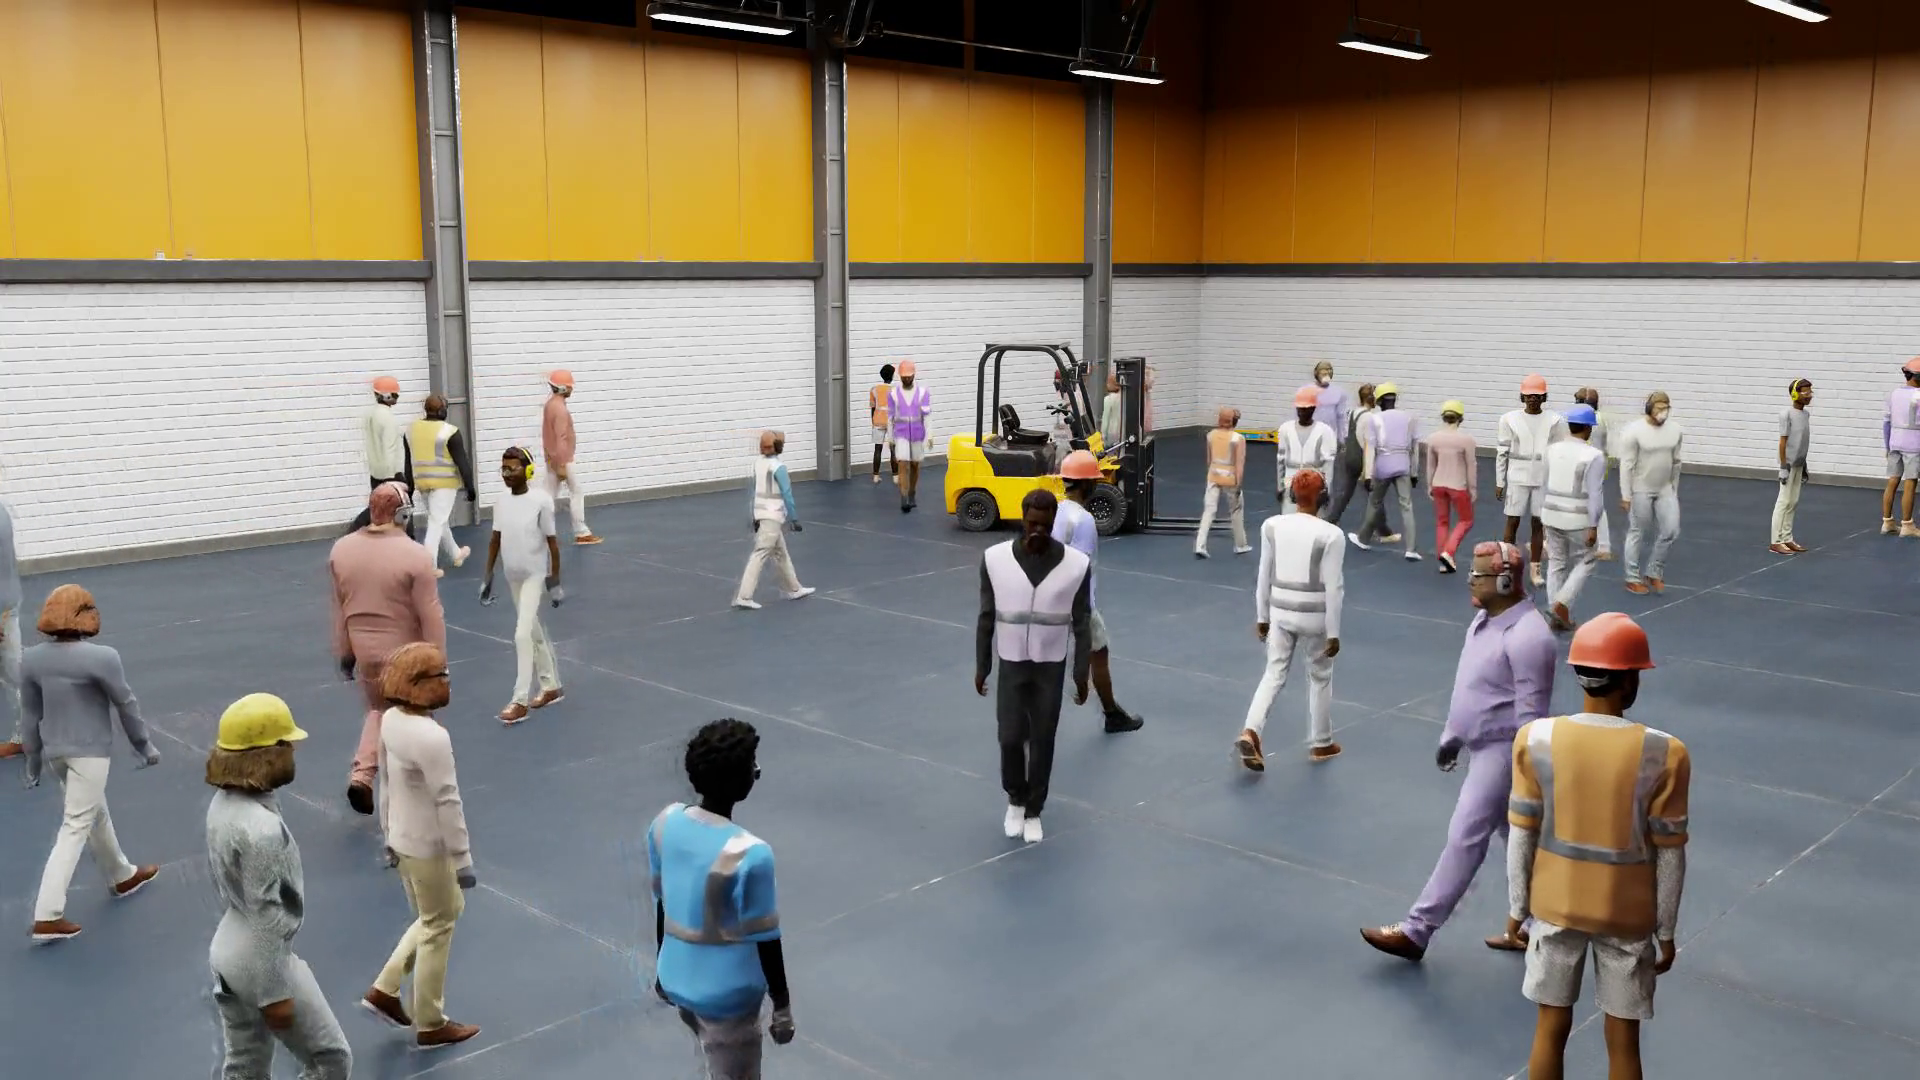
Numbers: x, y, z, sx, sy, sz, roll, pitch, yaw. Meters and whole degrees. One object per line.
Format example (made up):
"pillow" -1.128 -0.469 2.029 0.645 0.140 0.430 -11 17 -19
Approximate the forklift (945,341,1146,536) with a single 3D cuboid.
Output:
"forklift" 0.977 -1.223 19.452 2.313 2.155 1.214 2 9 11

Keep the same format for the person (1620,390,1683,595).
"person" 6.406 -0.420 15.366 0.664 1.917 0.566 -2 10 -13

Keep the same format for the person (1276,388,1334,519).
"person" 3.290 -0.509 15.994 0.570 1.888 0.973 4 10 22

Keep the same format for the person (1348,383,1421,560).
"person" 4.541 -0.733 17.576 0.673 1.826 1.049 -2 9 -11

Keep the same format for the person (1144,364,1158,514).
"person" 2.082 -1.252 20.649 0.703 1.872 0.660 4 10 24

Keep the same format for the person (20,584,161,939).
"person" -4.083 0.995 7.715 0.512 1.589 0.876 3 10 16

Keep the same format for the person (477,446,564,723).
"person" -3.006 0.291 11.232 0.499 1.840 0.882 5 11 29

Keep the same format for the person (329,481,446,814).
"person" -3.099 0.624 9.065 0.682 1.891 0.474 3 10 17

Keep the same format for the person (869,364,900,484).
"person" -1.028 -1.633 23.523 0.529 1.690 0.321 3 10 16

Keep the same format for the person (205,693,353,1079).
"person" -2.139 1.324 5.229 0.454 1.727 0.506 -7 12 -38

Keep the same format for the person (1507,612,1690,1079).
"person" 2.066 1.194 5.431 0.546 1.934 0.376 5 11 28

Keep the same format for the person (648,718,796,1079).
"person" -0.709 1.366 5.132 0.423 1.679 0.558 -9 13 -43

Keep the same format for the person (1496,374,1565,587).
"person" 5.438 -0.564 15.875 0.616 2.041 0.382 2 9 10

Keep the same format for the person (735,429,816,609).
"person" -1.683 -0.188 14.932 0.876 1.594 0.507 -6 11 -31

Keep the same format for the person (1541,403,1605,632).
"person" 5.053 -0.165 13.790 0.538 1.927 0.621 -6 11 -34

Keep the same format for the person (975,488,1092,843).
"person" 0.388 0.663 8.780 0.616 1.897 0.468 0 9 1

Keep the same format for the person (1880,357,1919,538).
"person" 10.764 -1.047 18.864 0.393 2.036 0.605 -2 10 -15

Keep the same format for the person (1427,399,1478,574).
"person" 4.854 -0.520 16.457 0.394 1.752 0.551 -9 13 -44

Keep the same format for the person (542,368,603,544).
"person" -4.439 -0.896 18.174 0.922 1.964 0.621 -5 11 -29

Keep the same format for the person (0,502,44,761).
"person" -6.049 0.433 10.150 0.750 1.910 0.646 -3 10 -17

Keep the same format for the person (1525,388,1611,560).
"person" 6.390 -0.678 17.315 0.896 1.799 0.642 4 10 22

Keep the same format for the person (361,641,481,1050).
"person" -2.056 1.189 6.425 0.379 1.622 0.504 -6 11 -34

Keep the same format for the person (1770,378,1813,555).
"person" 8.909 -0.785 17.749 0.515 1.876 0.328 -7 12 -38

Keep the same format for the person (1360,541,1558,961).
"person" 2.226 0.931 7.258 0.976 1.861 0.657 1 9 4

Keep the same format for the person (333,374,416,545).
"person" -5.971 -0.720 17.090 0.911 1.963 0.610 -9 13 -43

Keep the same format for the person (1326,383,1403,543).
"person" 4.404 -0.827 18.289 0.990 1.789 0.513 -3 10 -19

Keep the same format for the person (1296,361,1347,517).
"person" 4.423 -1.228 20.331 0.628 1.926 0.425 -3 10 -15

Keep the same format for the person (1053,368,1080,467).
"person" 1.252 -1.180 20.306 0.997 1.829 0.600 2 9 11

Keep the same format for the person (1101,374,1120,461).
"person" 2.131 -1.455 22.641 0.517 1.619 0.643 -7 12 -38

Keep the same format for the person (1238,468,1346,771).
"person" 2.031 0.484 10.054 0.588 1.854 0.900 8 12 39

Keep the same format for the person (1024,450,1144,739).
"person" 0.722 0.359 10.712 0.977 1.890 0.558 -5 10 -26

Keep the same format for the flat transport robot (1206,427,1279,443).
"flat transport robot" 5.109 -1.863 29.259 1.431 0.197 0.652 4 10 22

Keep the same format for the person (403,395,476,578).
"person" -5.102 -0.542 16.492 0.659 1.794 0.943 4 10 21

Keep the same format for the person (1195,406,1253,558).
"person" 2.770 -0.610 17.514 0.518 1.600 0.850 8 12 41

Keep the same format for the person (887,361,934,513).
"person" -0.626 -1.293 20.857 0.566 1.882 0.995 -1 9 -5
